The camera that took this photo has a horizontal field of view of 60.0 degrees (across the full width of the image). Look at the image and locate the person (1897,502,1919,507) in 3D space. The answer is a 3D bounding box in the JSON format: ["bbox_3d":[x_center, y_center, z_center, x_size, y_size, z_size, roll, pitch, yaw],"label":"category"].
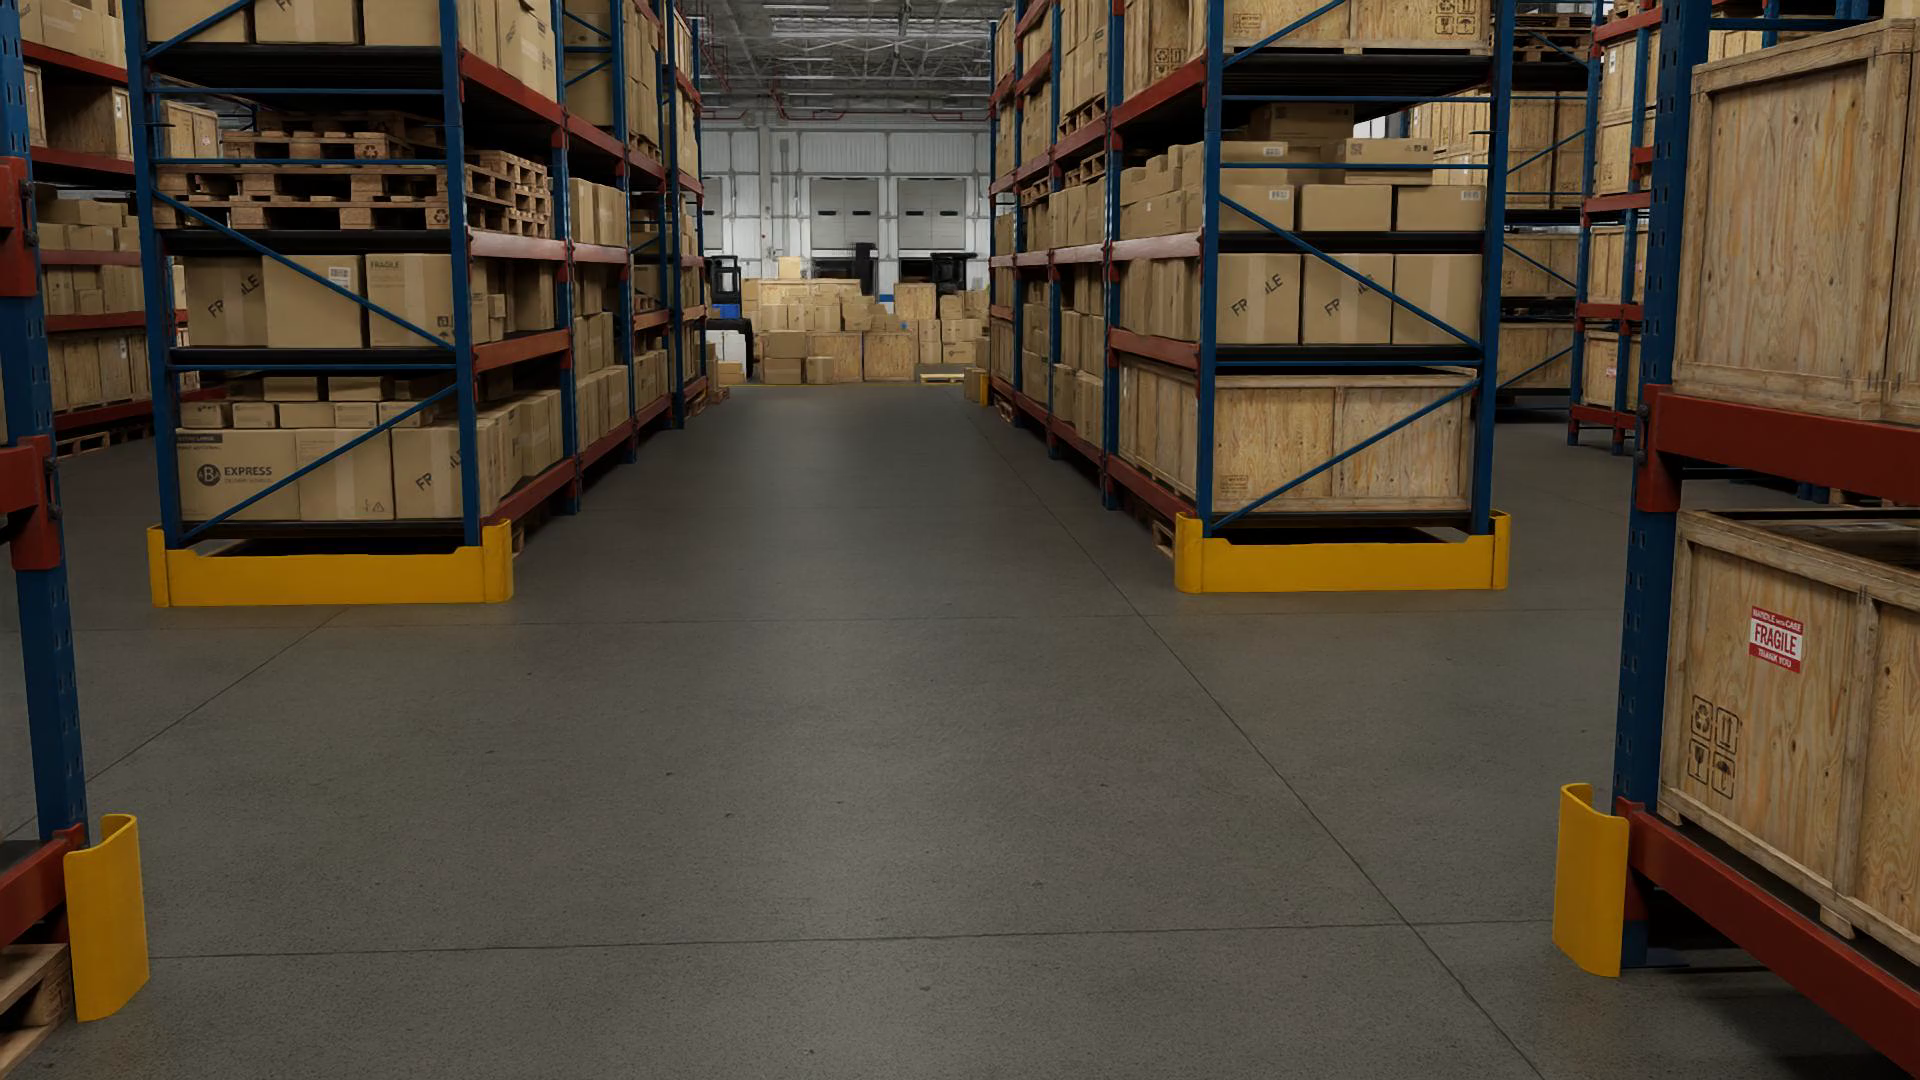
[{"bbox_3d":[3.655,0.138,6.223,1.000,1.994,0.633,0,9,-2],"label":"person"}]

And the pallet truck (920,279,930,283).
[{"bbox_3d":[-0.932,-8.922,63.114,1.885,1.965,0.823,2,9,13],"label":"pallet truck"}]

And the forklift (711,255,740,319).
[{"bbox_3d":[-8.400,-8.787,59.502,1.129,2.768,1.873,-1,9,-4],"label":"forklift"}]

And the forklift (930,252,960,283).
[{"bbox_3d":[-0.462,-7.660,52.429,1.129,2.768,1.873,-6,11,-32],"label":"forklift"}]

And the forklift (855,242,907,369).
[{"bbox_3d":[-2.109,-5.143,36.625,1.873,2.768,1.129,-1,9,-5],"label":"forklift"}]
